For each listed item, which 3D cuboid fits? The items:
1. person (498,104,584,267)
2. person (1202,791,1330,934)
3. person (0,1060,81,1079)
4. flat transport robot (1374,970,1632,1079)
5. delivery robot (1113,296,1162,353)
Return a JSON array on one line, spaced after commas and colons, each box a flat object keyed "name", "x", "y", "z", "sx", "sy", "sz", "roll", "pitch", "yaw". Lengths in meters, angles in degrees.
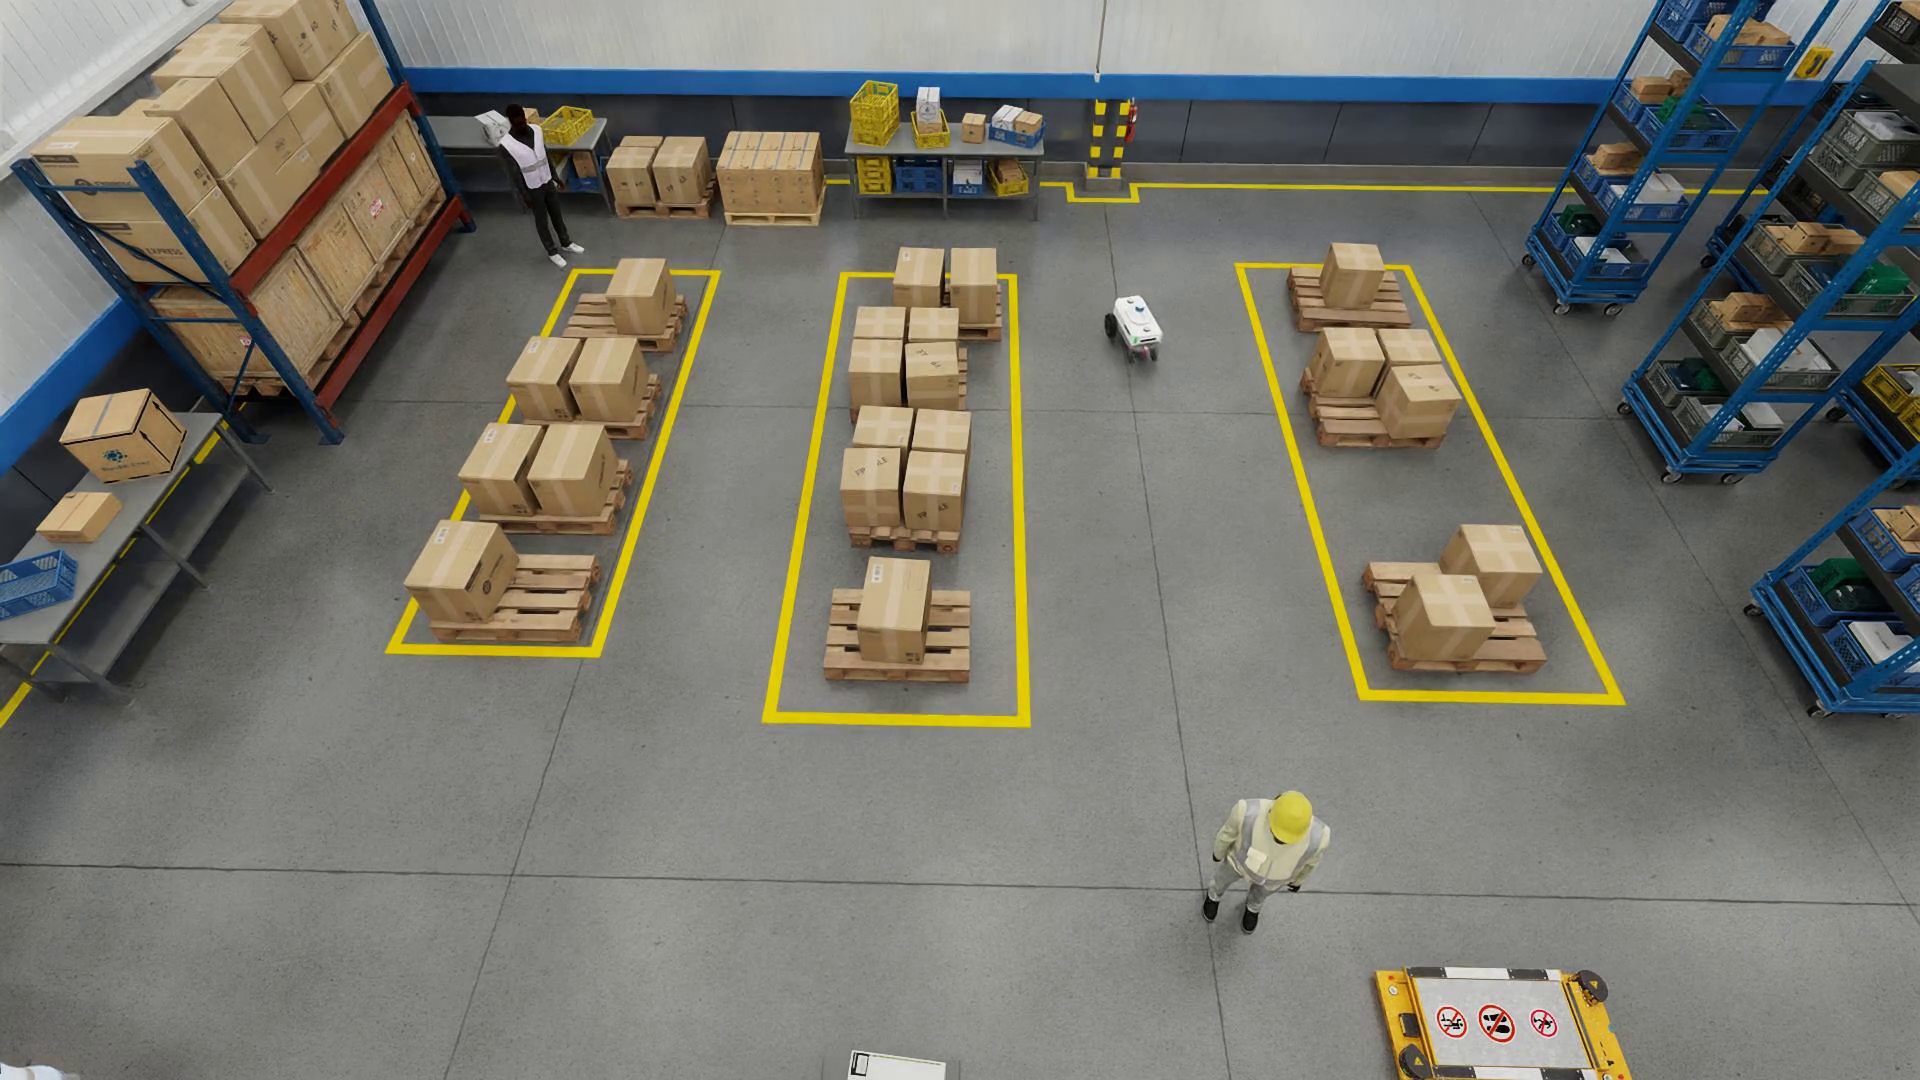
[{"name": "person", "x": -4.985, "y": -4.207, "z": 10.846, "sx": 0.392, "sy": 1.914, "sz": 0.588, "roll": 22, "pitch": 54, "yaw": 17}, {"name": "person", "x": 1.901, "y": 2.040, "z": 5.813, "sx": 0.596, "sy": 1.826, "sz": 0.403, "roll": 16, "pitch": 53, "yaw": 13}, {"name": "person", "x": -5.065, "y": 3.104, "z": 5.023, "sx": 0.538, "sy": 1.695, "sz": 0.320, "roll": 33, "pitch": 58, "yaw": 24}, {"name": "flat transport robot", "x": 3.501, "y": 3.133, "z": 5.914, "sx": 1.431, "sy": 0.197, "sz": 0.652, "roll": 1, "pitch": 51, "yaw": 1}, {"name": "delivery robot", "x": 1.972, "y": -2.414, "z": 10.196, "sx": 0.477, "sy": 0.478, "sz": 0.707, "roll": -10, "pitch": 52, "yaw": -8}]
